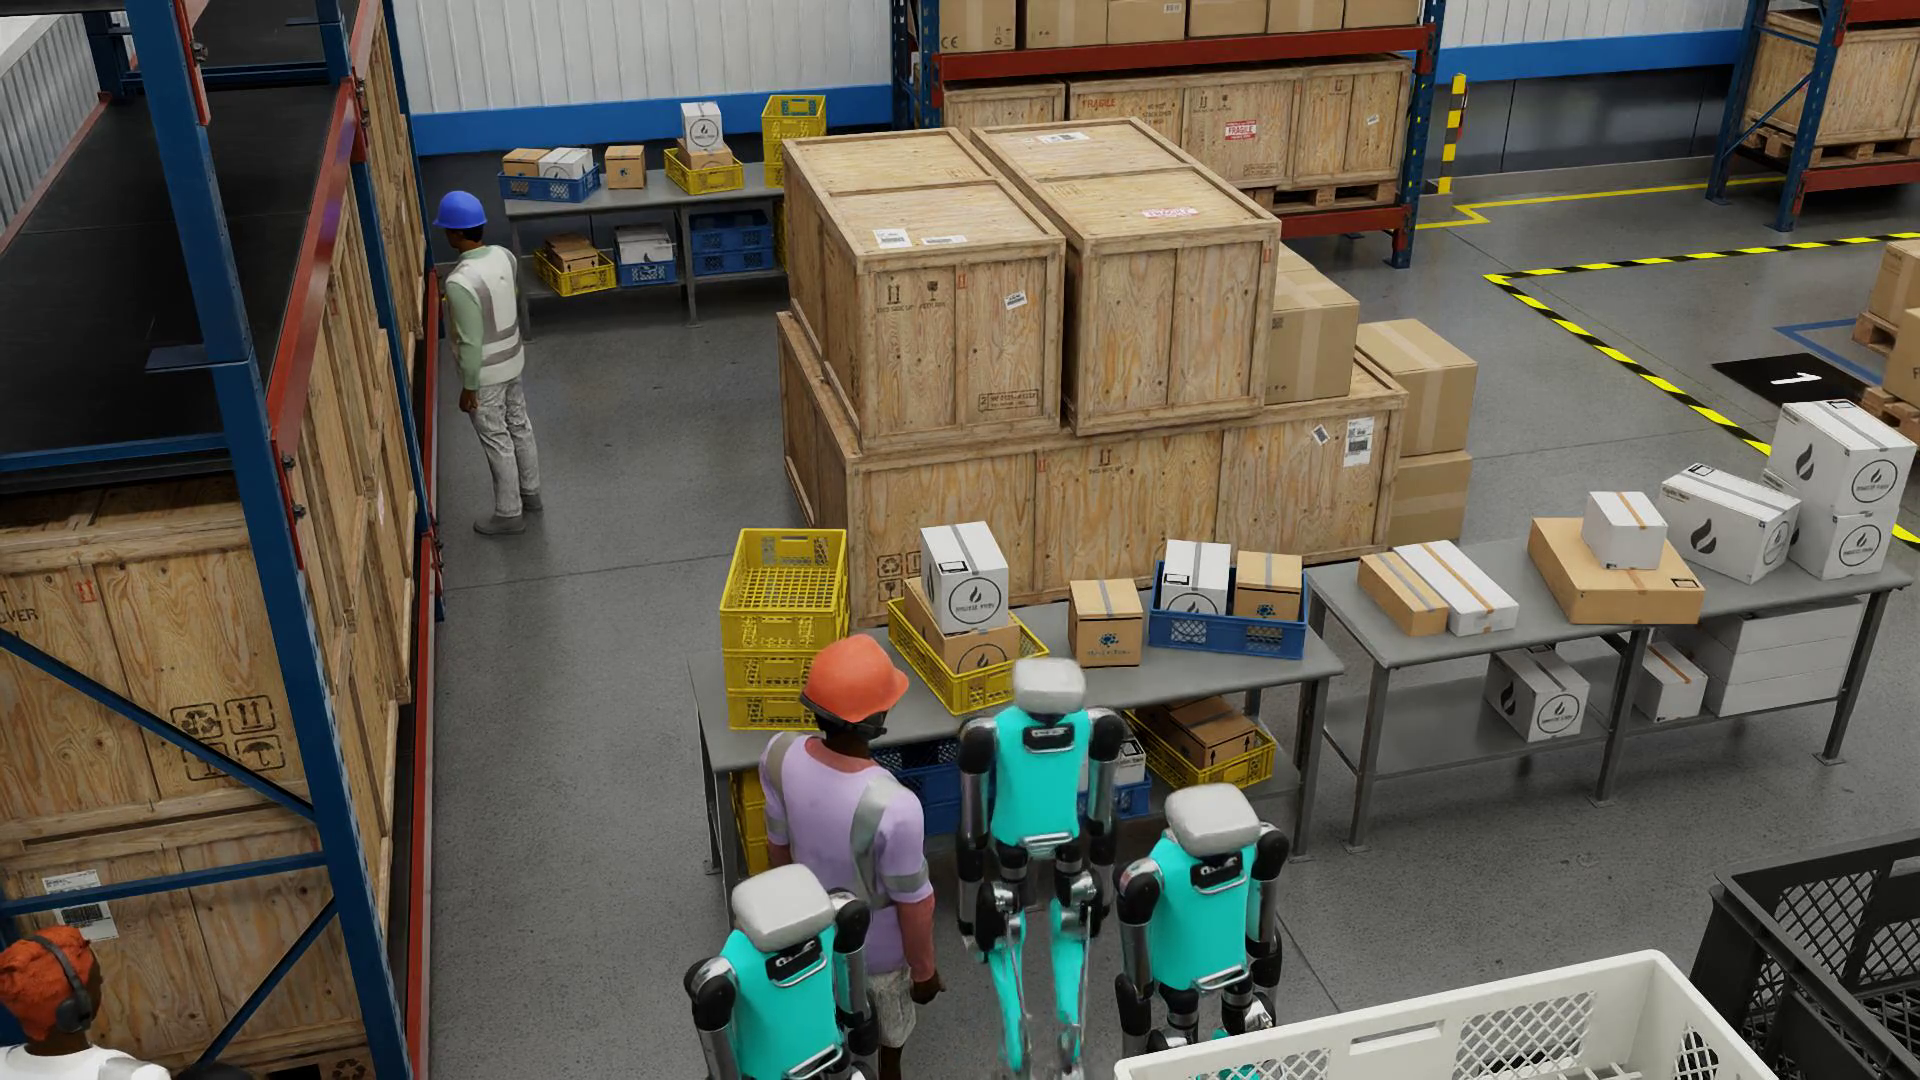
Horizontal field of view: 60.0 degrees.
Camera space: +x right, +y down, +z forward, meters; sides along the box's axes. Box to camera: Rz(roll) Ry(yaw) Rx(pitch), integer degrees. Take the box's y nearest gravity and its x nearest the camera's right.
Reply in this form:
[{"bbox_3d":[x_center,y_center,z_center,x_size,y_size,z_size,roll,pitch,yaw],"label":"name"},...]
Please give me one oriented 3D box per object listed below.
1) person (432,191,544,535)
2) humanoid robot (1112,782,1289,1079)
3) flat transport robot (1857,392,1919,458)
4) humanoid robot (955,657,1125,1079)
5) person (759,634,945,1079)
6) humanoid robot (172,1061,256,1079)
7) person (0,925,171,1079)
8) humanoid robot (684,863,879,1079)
[{"bbox_3d":[-2.587,-0.955,9.110,0.399,1.945,0.613,6,29,10],"label":"person"},{"bbox_3d":[0.778,1.532,4.712,0.531,1.693,0.741,-13,31,-22],"label":"humanoid robot"},{"bbox_3d":[6.183,-0.565,10.114,0.652,0.197,1.431,-7,30,-13],"label":"flat transport robot"},{"bbox_3d":[0.295,1.308,5.243,0.582,1.790,0.824,-7,30,-12],"label":"humanoid robot"},{"bbox_3d":[-0.309,1.181,5.136,0.604,2.044,0.374,21,35,33],"label":"person"},{"bbox_3d":[-1.721,1.922,4.164,0.501,1.646,0.602,-1,29,-2],"label":"humanoid robot"},{"bbox_3d":[-2.119,1.759,4.247,0.572,1.886,0.354,3,29,5],"label":"person"},{"bbox_3d":[-0.320,1.716,4.477,0.542,1.805,0.678,-22,35,-34],"label":"humanoid robot"}]
